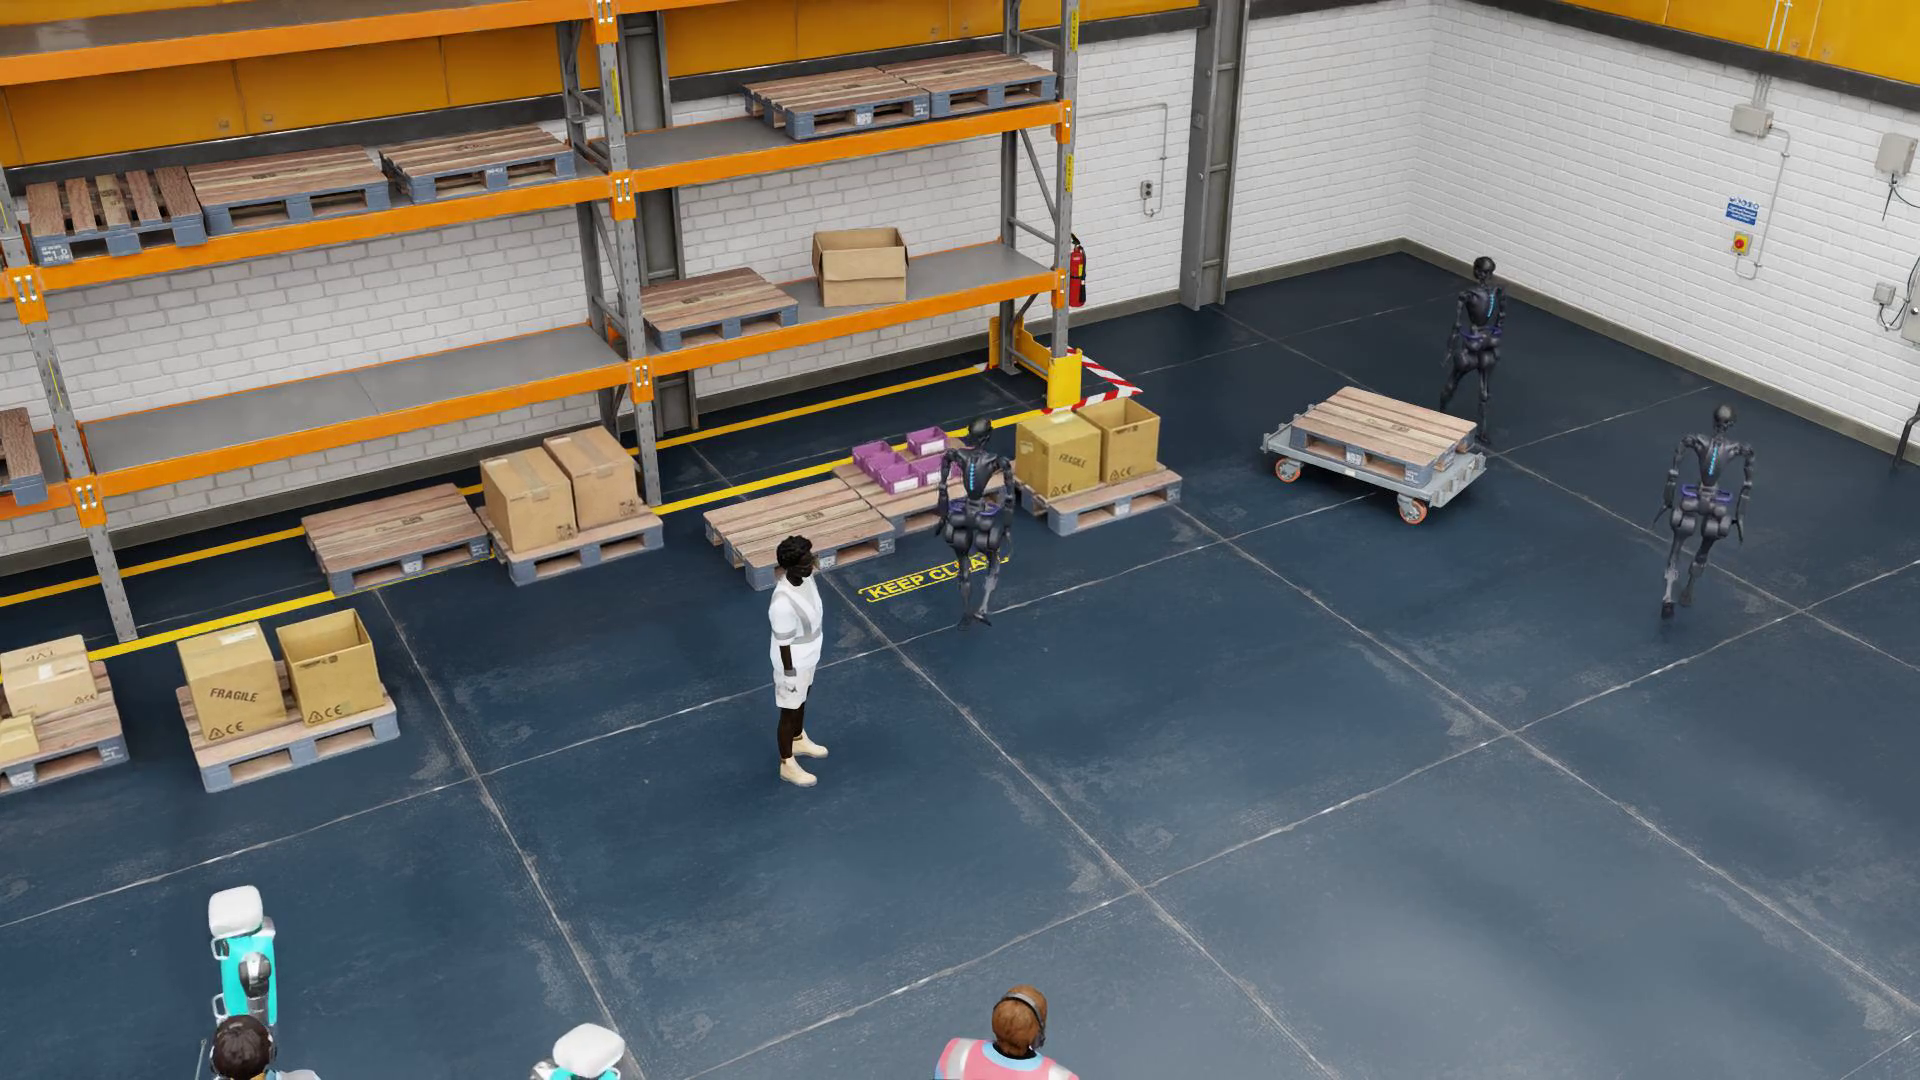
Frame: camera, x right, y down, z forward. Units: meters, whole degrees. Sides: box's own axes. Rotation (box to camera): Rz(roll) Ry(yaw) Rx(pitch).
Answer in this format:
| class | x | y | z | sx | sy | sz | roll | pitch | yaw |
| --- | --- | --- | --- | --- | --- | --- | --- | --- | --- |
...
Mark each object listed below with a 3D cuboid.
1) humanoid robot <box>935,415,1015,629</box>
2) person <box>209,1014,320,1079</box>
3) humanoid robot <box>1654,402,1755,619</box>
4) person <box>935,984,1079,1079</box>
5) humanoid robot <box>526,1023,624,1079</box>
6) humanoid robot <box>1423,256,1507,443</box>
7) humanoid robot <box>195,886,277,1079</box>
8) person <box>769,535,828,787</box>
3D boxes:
| class | x | y | z | sx | sy | sz | roll | pitch | yaw |
| --- | --- | --- | --- | --- | --- | --- | --- | --- | --- |
| humanoid robot | 0.089 | -0.106 | 11.735 | 0.592 | 1.647 | 0.372 | 8 | 30 | 13 |
| person | -2.686 | 2.652 | 6.644 | 0.544 | 1.876 | 0.408 | -18 | 34 | -29 |
| humanoid robot | 5.310 | -0.183 | 11.885 | 0.612 | 1.622 | 0.613 | 13 | 32 | 22 |
| person | 0.214 | 2.564 | 6.854 | 0.628 | 1.836 | 0.431 | 11 | 31 | 18 |
| humanoid robot | -1.321 | 2.594 | 6.910 | 0.572 | 1.780 | 0.891 | 13 | 32 | 22 |
| humanoid robot | 4.497 | -1.708 | 14.594 | 0.601 | 1.625 | 0.735 | -12 | 32 | -20 |
| humanoid robot | -3.274 | 2.334 | 7.346 | 0.996 | 1.723 | 0.538 | -16 | 33 | -26 |
| person | -0.996 | 0.718 | 10.250 | 0.318 | 1.695 | 0.538 | 6 | 30 | 10 |
